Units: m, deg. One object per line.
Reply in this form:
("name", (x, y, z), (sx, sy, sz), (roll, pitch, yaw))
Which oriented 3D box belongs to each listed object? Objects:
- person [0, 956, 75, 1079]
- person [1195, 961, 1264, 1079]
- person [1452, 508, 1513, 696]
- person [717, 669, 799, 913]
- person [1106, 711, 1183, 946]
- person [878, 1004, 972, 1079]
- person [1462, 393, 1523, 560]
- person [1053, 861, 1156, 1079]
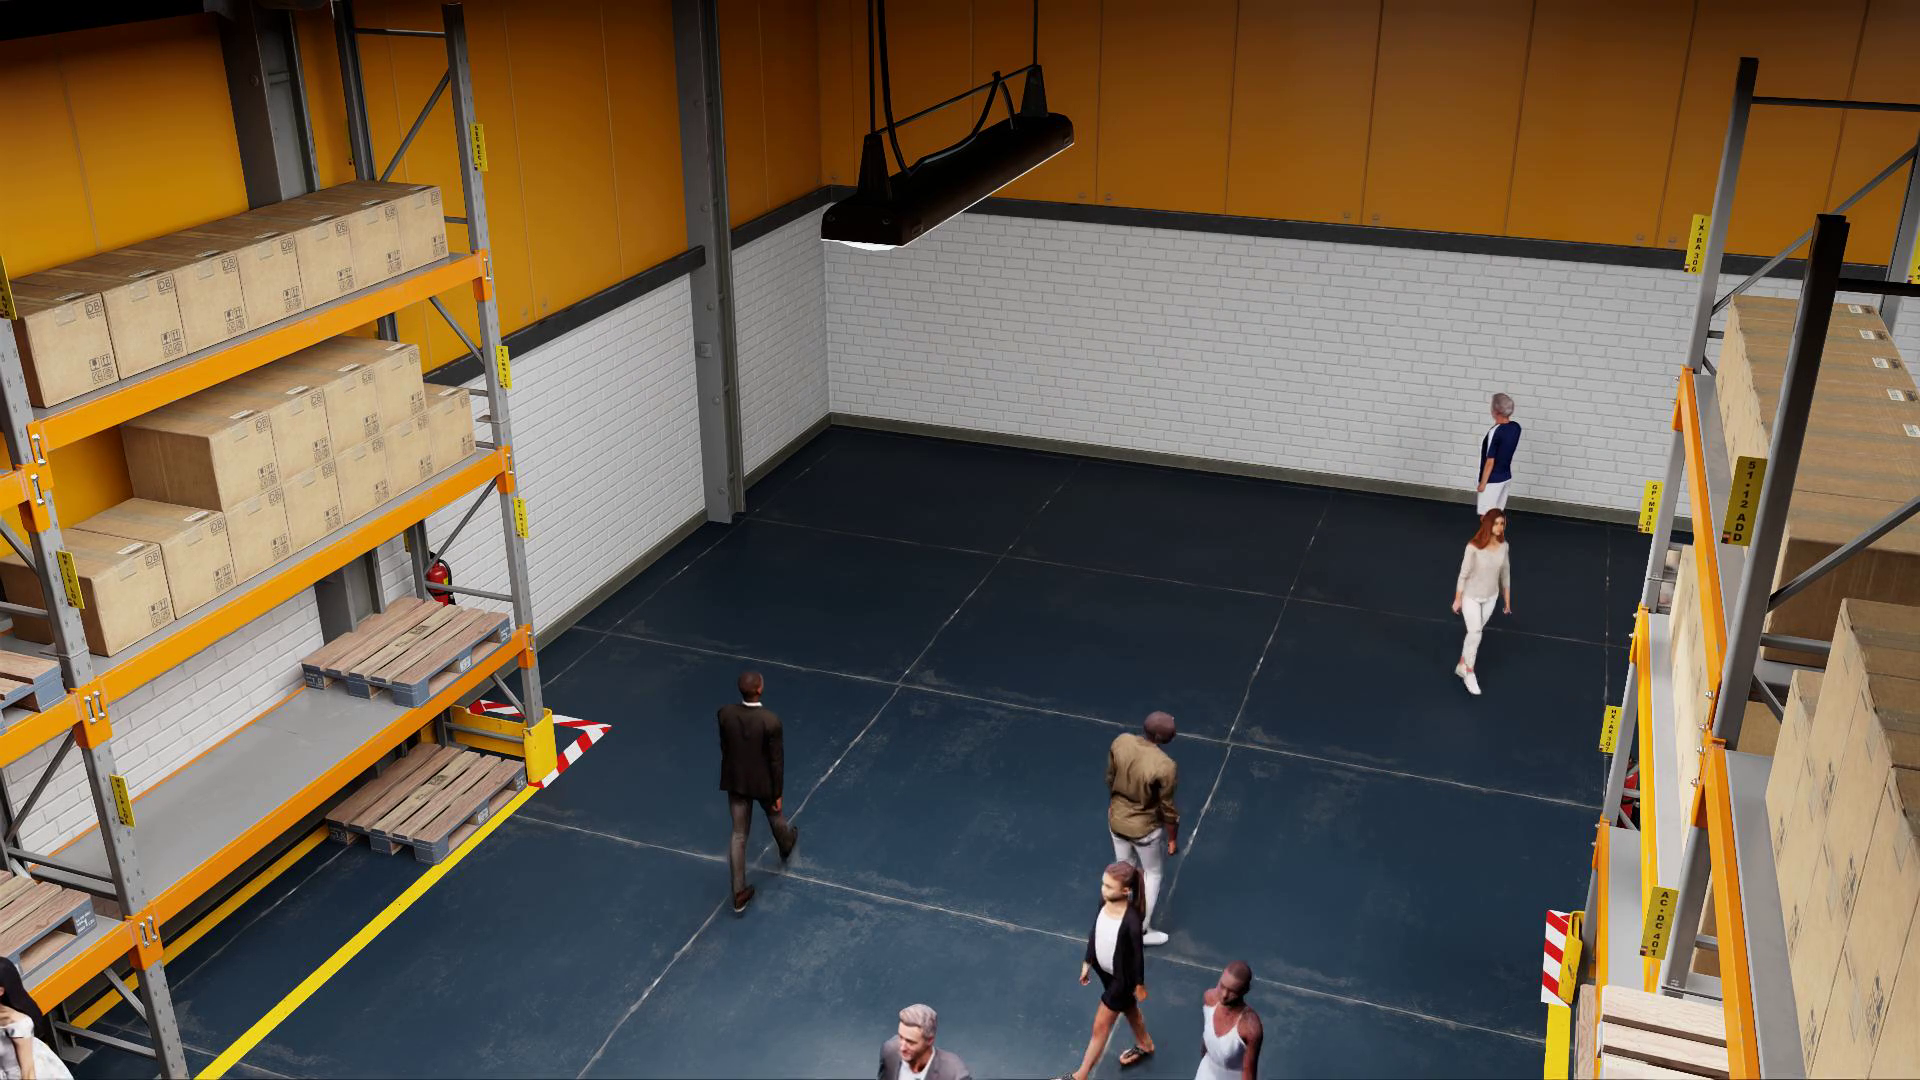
("person", (-4.977, 2.964, 8.930), (0.805, 1.769, 0.778), (-18, 29, -35))
("person", (1.499, 2.949, 9.024), (1.168, 1.723, 0.922), (-17, 29, -33))
("person", (4.549, 0.475, 14.719), (0.823, 1.694, 0.889), (-7, 25, -16))
("person", (-1.491, 1.779, 11.661), (0.765, 1.753, 1.179), (5, 24, 11))
("person", (1.204, 1.929, 11.253), (0.831, 1.806, 0.735), (10, 26, 22))
("person", (-0.147, 3.106, 8.581), (1.001, 1.788, 1.303), (17, 29, 34))
("person", (5.491, -0.625, 17.063), (0.659, 1.833, 0.781), (-20, 31, -38))
("person", (1.027, 2.596, 10.087), (1.053, 1.517, 0.958), (-13, 27, -27))
